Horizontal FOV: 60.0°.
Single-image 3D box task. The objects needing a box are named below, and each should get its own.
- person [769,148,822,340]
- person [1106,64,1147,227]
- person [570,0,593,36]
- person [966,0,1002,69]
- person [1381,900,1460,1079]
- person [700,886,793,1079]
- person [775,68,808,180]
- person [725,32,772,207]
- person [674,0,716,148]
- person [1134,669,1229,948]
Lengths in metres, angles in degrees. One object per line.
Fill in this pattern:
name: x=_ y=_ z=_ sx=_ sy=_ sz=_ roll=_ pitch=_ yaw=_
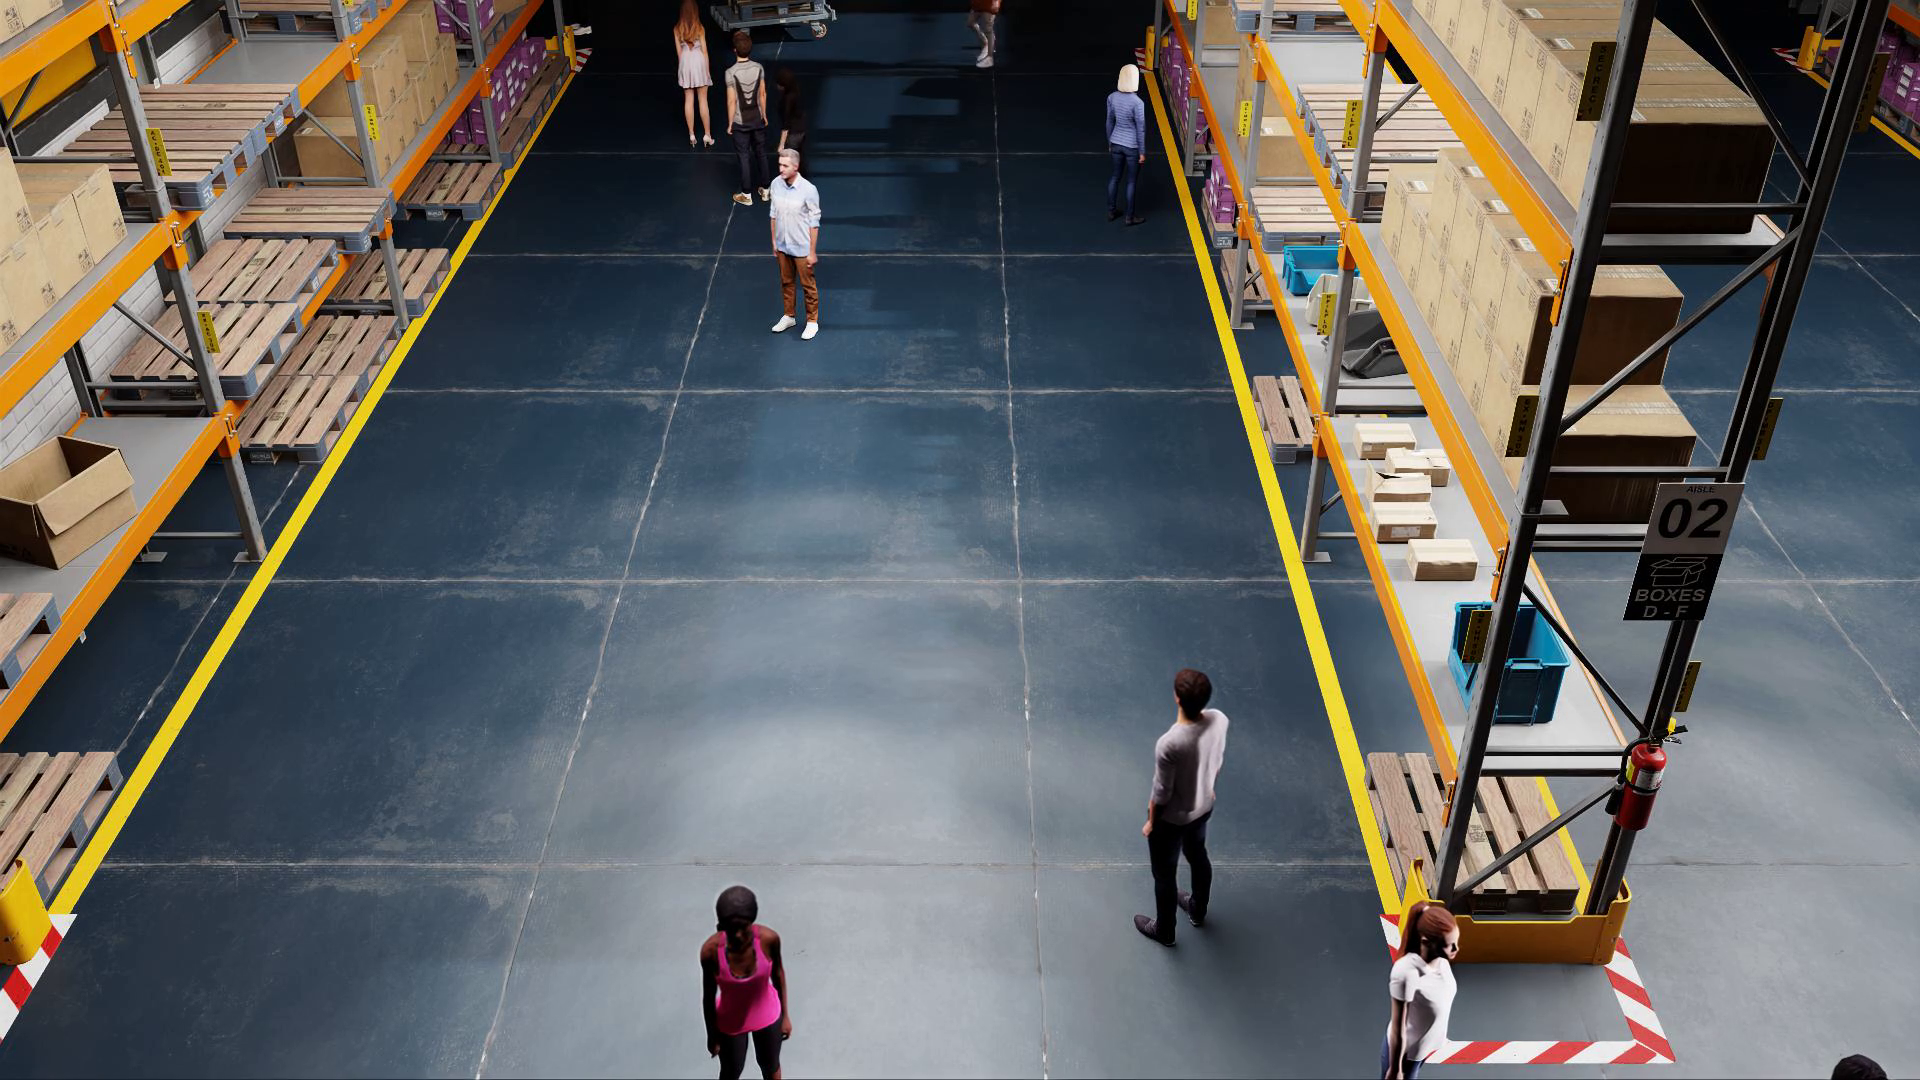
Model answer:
person: x=-1.548 y=-2.800 z=15.607 sx=0.767 sy=1.827 sz=0.748 roll=16 pitch=37 yaw=22
person: x=1.782 y=-4.243 z=17.853 sx=0.721 sy=1.745 sz=0.766 roll=26 pitch=42 yaw=34
person: x=-5.490 y=-8.101 z=23.710 sx=0.775 sy=1.687 sz=0.634 roll=-8 pitch=34 yaw=-12
person: x=0.422 y=-7.311 z=22.391 sx=0.905 sy=1.832 sz=0.817 roll=-20 pitch=39 yaw=-27
person: x=2.119 y=2.376 z=7.902 sx=0.721 sy=1.739 sz=0.632 roll=20 pitch=39 yaw=28
person: x=-1.022 y=2.303 z=8.025 sx=0.626 sy=1.722 sz=0.626 roll=-9 pitch=35 yaw=-13
person: x=-1.798 y=-4.454 z=18.303 sx=0.818 sy=1.600 sz=0.615 roll=16 pitch=37 yaw=23
person: x=-2.331 y=-4.634 z=18.304 sx=0.733 sy=1.897 sz=0.749 roll=-19 pitch=38 yaw=-27
person: x=-3.172 y=-5.566 z=19.822 sx=0.587 sy=1.770 sz=0.605 roll=4 pitch=34 yaw=6
person: x=1.228 y=1.471 z=9.169 sx=0.728 sy=1.843 sz=0.749 roll=-23 pitch=40 yaw=-31
